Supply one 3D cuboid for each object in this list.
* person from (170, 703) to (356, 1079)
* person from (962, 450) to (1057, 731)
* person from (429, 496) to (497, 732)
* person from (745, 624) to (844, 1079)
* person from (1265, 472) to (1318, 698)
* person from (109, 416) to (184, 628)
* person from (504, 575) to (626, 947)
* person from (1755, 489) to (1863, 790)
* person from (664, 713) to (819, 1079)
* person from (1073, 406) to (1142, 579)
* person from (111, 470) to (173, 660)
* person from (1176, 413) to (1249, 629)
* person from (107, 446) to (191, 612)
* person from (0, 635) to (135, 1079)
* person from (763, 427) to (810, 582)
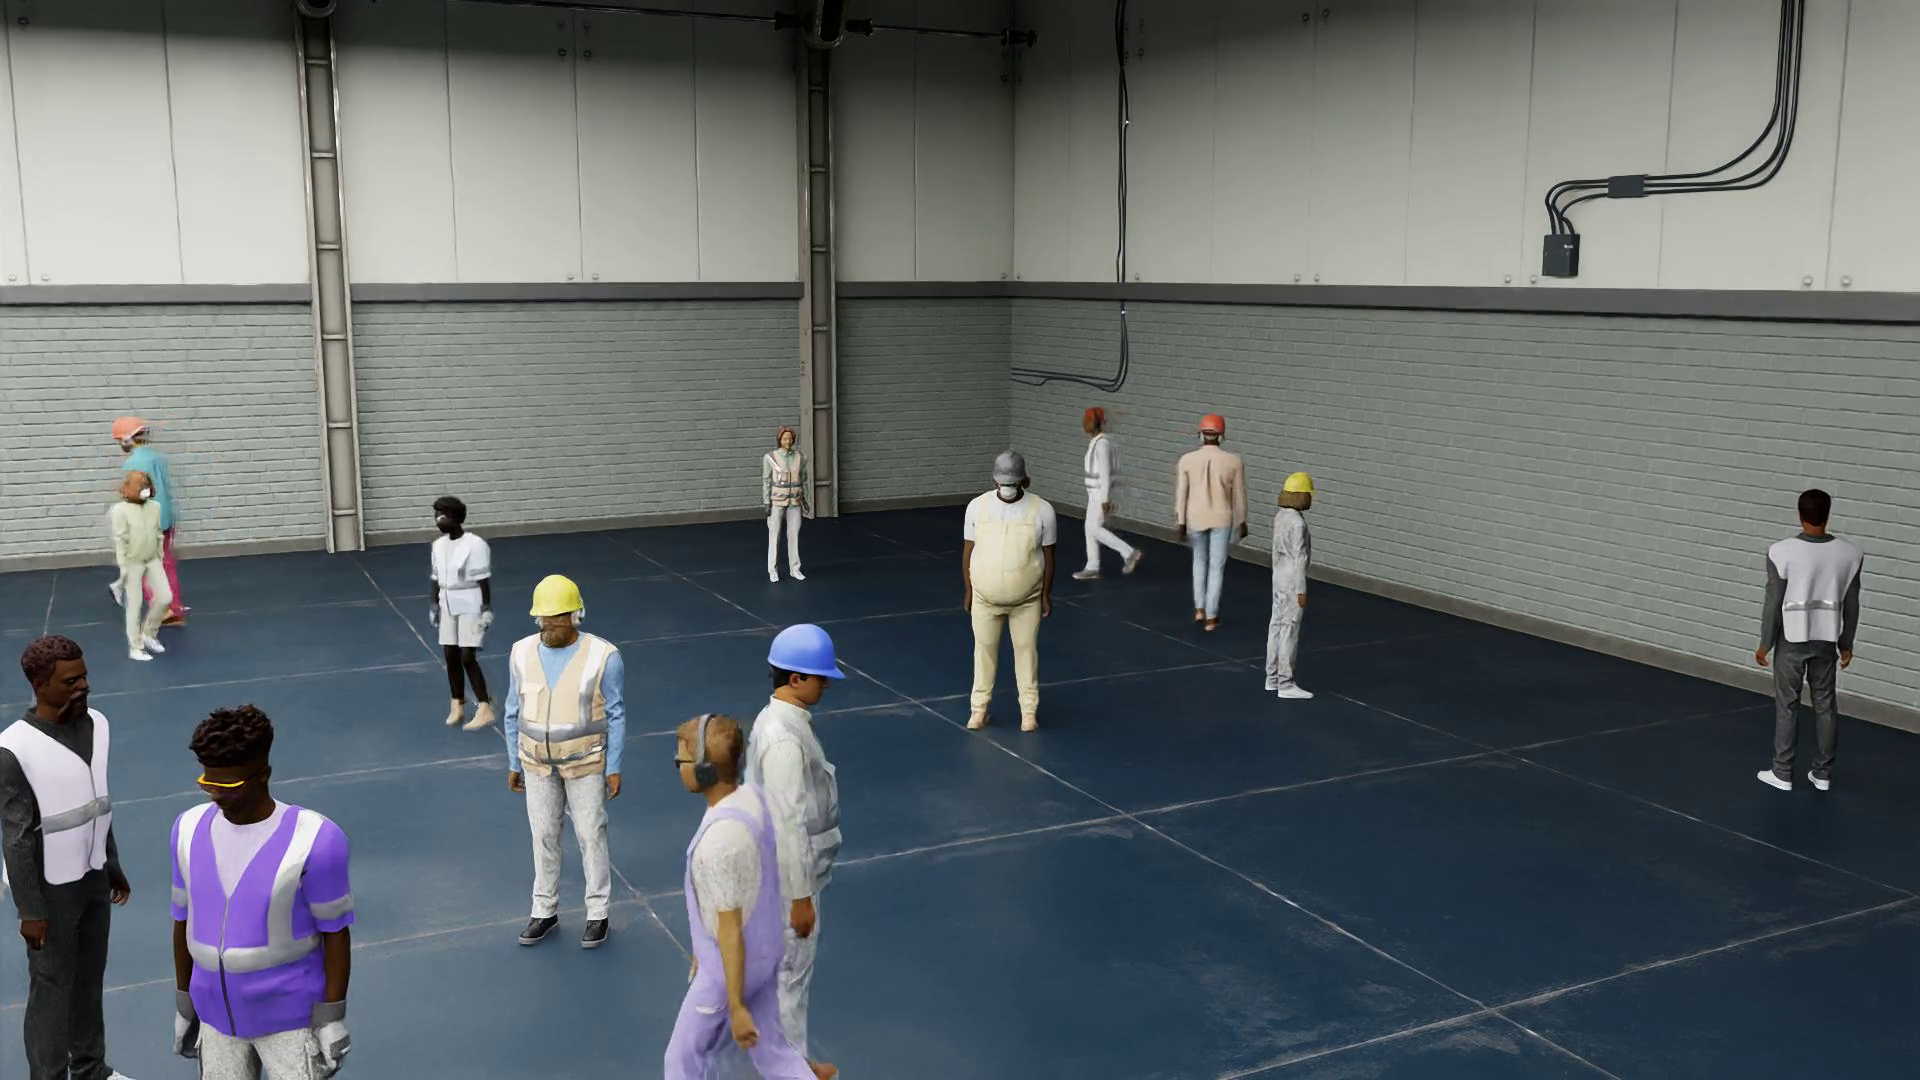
[{"bbox_3d":[-2.206,1.468,5.236,0.604,1.959,0.378,1,9,8],"label":"person"},{"bbox_3d":[0.339,0.354,11.846,0.674,2.000,0.535,1,9,8],"label":"person"},{"bbox_3d":[-3.576,0.527,11.940,0.632,1.660,0.435,6,11,31],"label":"person"},{"bbox_3d":[-0.637,1.280,6.448,0.395,1.941,0.601,-1,9,-9],"label":"person"},{"bbox_3d":[2.574,0.341,12.845,0.325,1.740,0.492,-2,9,-10],"label":"person"},{"bbox_3d":[-7.429,-0.149,15.176,0.505,1.961,0.686,1,9,3],"label":"person"},{"bbox_3d":[-1.925,1.069,8.077,0.600,1.831,0.404,1,9,8],"label":"person"},{"bbox_3d":[5.352,0.636,10.497,0.596,1.913,0.372,0,9,2],"label":"person"},{"bbox_3d":[-0.732,1.469,5.720,0.910,1.806,0.495,2,9,13],"label":"person"},{"bbox_3d":[1.549,-0.488,17.587,0.625,1.864,0.607,0,9,-2],"label":"person"},{"bbox_3d":[-6.883,0.217,14.004,0.368,1.622,0.508,5,10,27],"label":"person"},{"bbox_3d":[2.356,-0.187,15.416,0.633,1.968,0.781,4,10,22],"label":"person"},{"bbox_3d":[-7.777,-0.087,15.863,0.640,1.620,0.526,-5,11,-29],"label":"person"},{"bbox_3d":[-3.424,1.304,6.372,0.392,1.920,0.591,1,9,4],"label":"person"},{"bbox_3d":[-1.840,-0.379,17.596,0.514,1.641,0.309,-5,10,-28],"label":"person"}]
